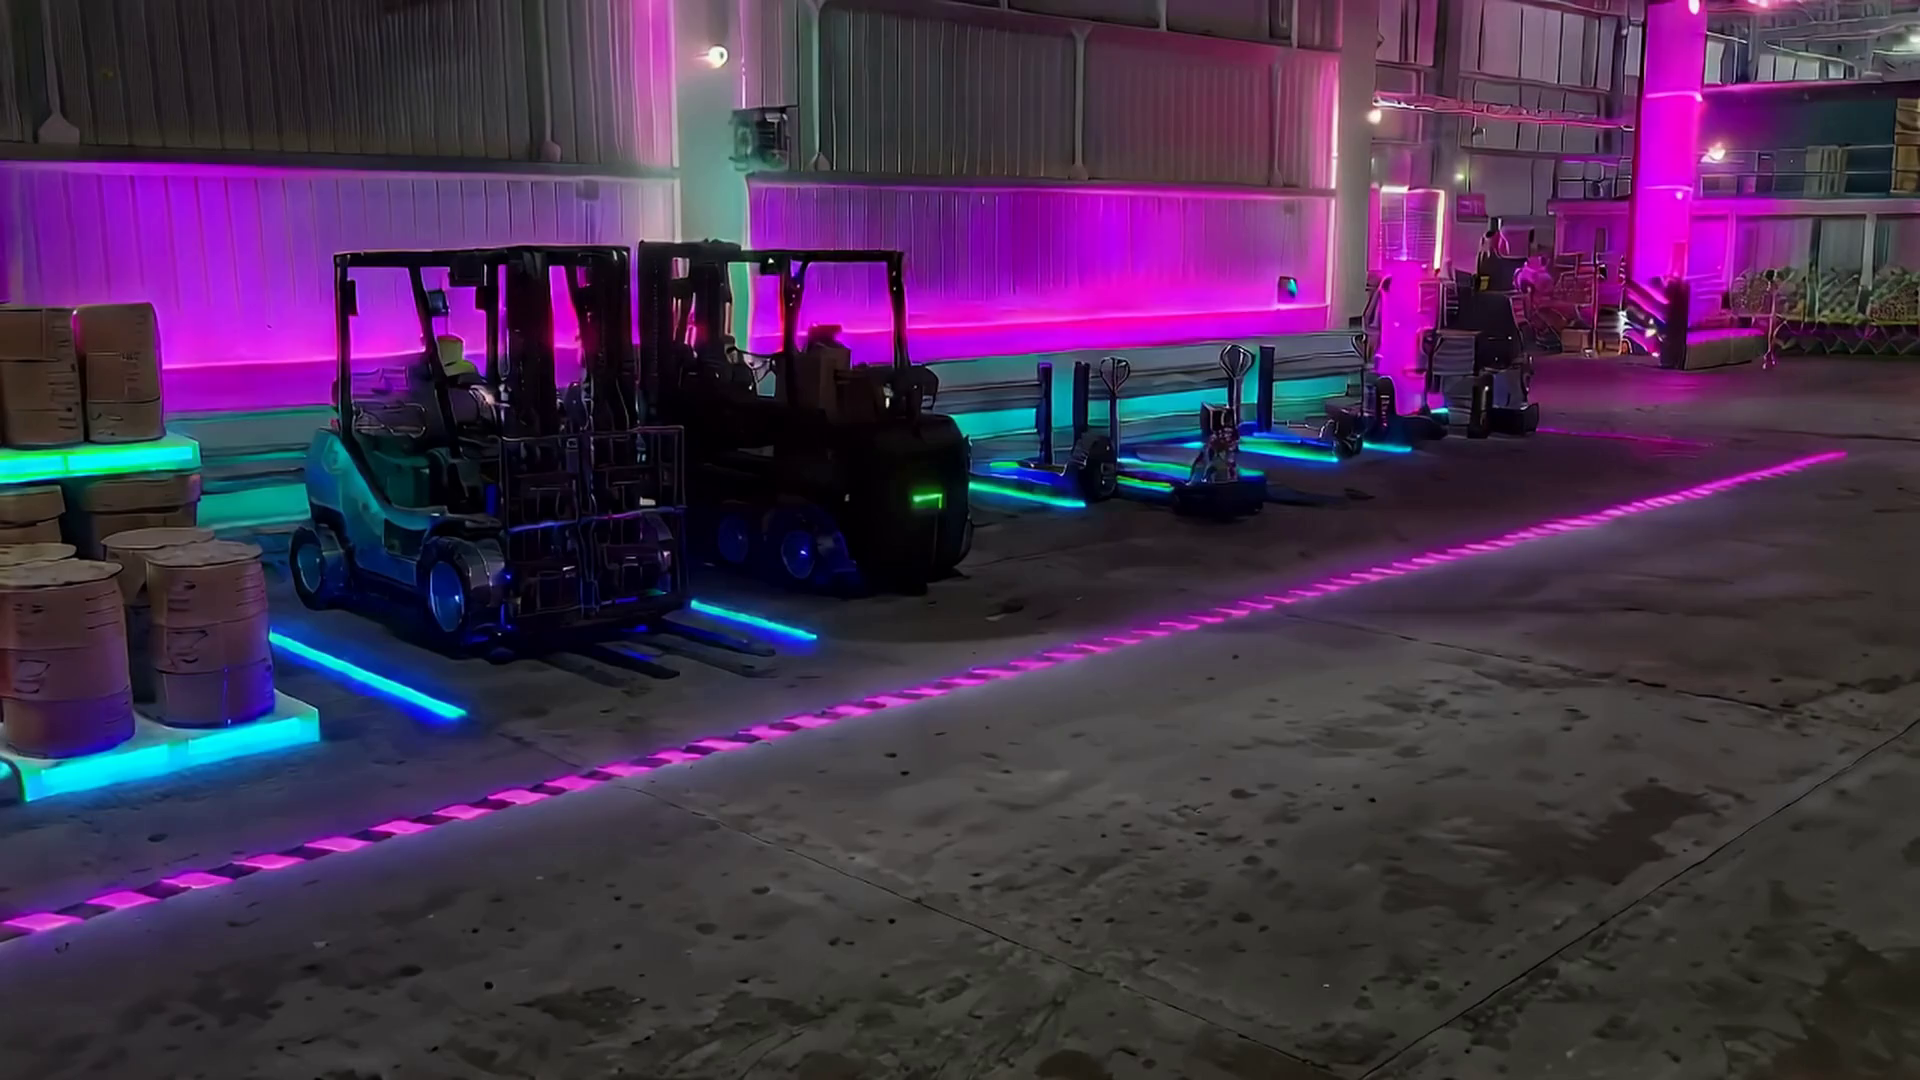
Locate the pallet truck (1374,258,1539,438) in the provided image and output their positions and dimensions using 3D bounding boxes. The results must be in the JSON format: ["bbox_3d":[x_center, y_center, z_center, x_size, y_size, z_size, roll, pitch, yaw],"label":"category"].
[{"bbox_3d":[5.704,-2.208,18.901,1.885,1.965,0.823,10,14,43],"label":"pallet truck"}]

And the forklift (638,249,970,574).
[{"bbox_3d":[-1.173,-0.958,11.239,2.680,1.987,1.157,10,14,43],"label":"forklift"}]

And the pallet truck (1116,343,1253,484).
[{"bbox_3d":[1.962,-1.215,15.415,1.522,1.261,0.704,10,14,43],"label":"pallet truck"}]

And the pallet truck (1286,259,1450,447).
[{"bbox_3d":[4.493,-2.078,18.196,0.823,1.965,1.885,-9,14,-40],"label":"pallet truck"}]

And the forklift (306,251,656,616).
[{"bbox_3d":[-2.833,-0.669,9.694,1.157,1.987,2.680,-10,14,-44],"label":"forklift"}]

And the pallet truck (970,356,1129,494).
[{"bbox_3d":[0.784,-1.085,14.876,0.680,1.201,1.601,-10,14,-44],"label":"pallet truck"}]

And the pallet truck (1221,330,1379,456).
[{"bbox_3d":[3.563,-1.581,17.381,0.653,1.274,1.630,-10,14,-44],"label":"pallet truck"}]
